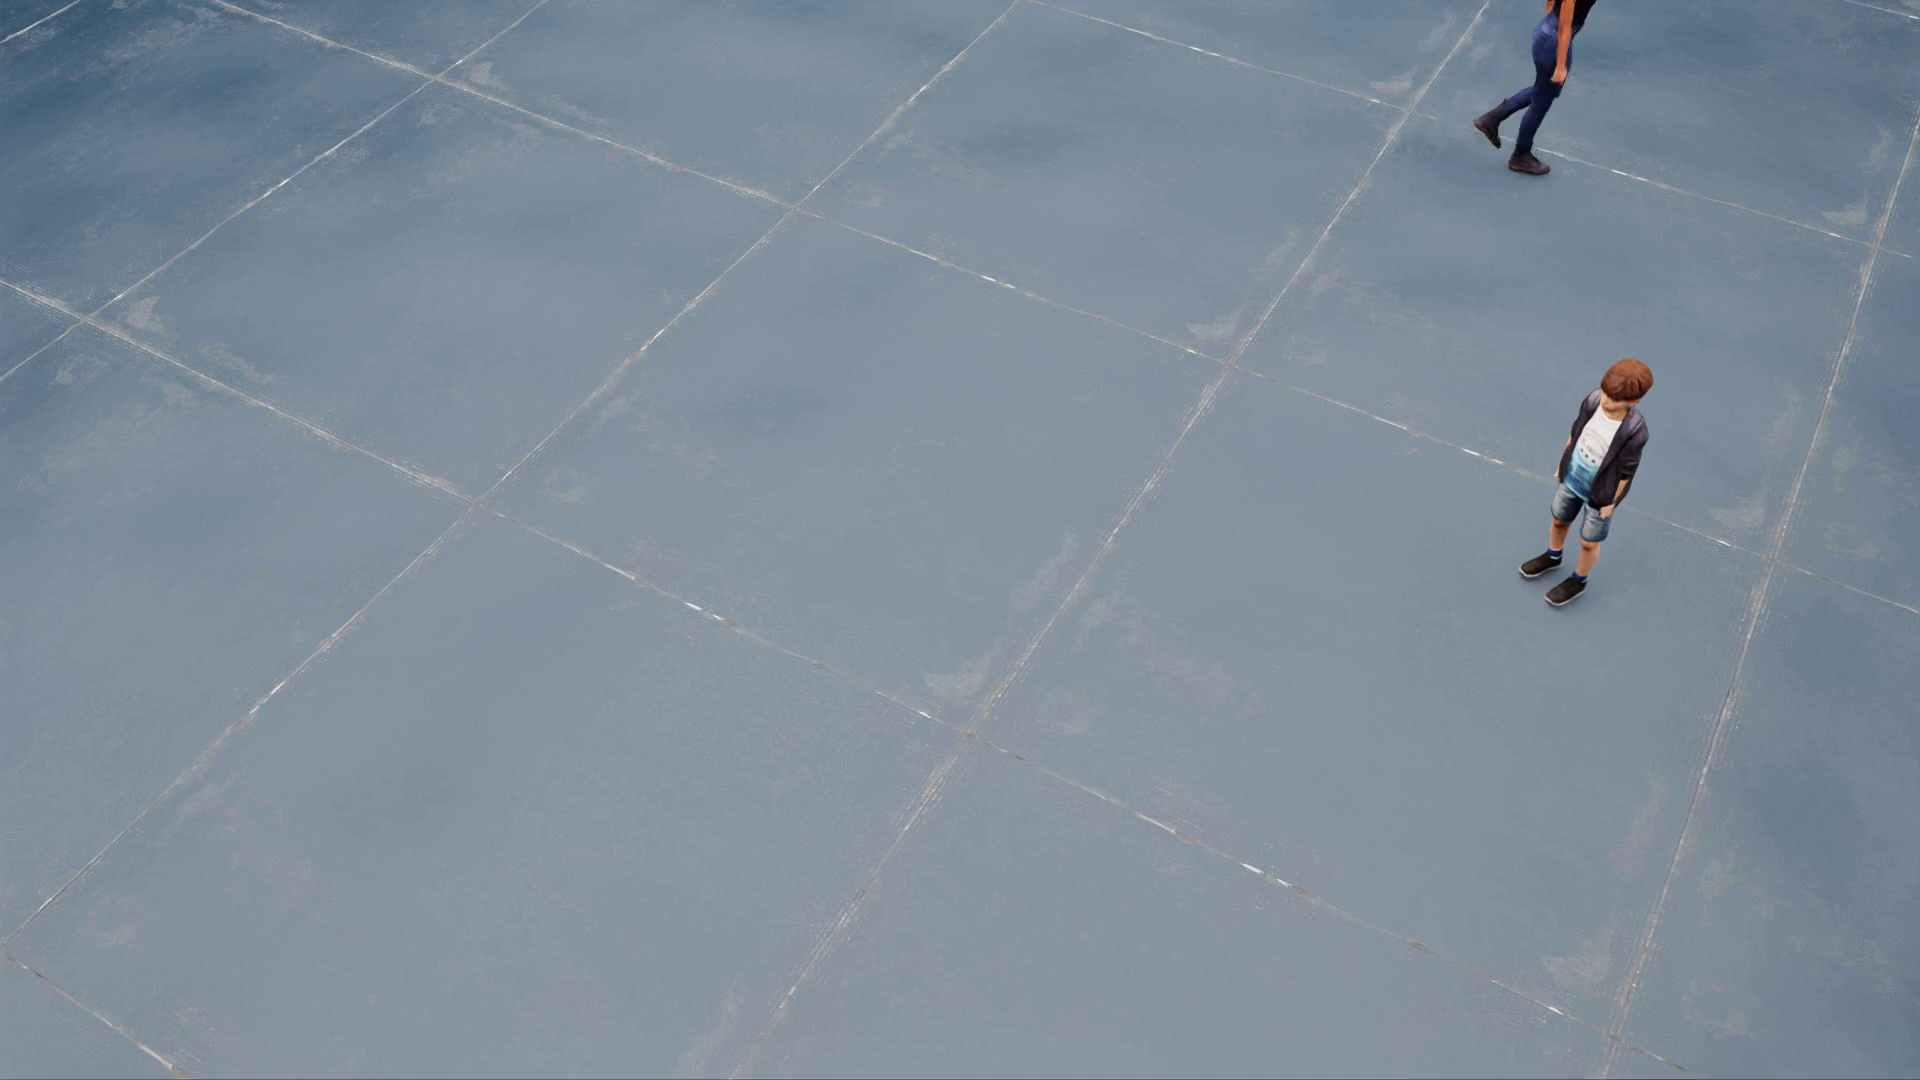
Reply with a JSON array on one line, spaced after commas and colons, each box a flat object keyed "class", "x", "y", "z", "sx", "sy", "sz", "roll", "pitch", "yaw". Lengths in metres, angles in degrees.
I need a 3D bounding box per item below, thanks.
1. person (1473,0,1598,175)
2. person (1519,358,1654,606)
[{"class": "person", "x": 3.536, "y": -3.005, "z": 10.171, "sx": 0.819, "sy": 1.726, "sz": 0.659, "roll": 13, "pitch": 49, "yaw": 11}, {"class": "person", "x": 2.993, "y": -0.281, "z": 7.843, "sx": 0.672, "sy": 1.445, "sz": 0.579, "roll": -24, "pitch": 52, "yaw": -21}]
